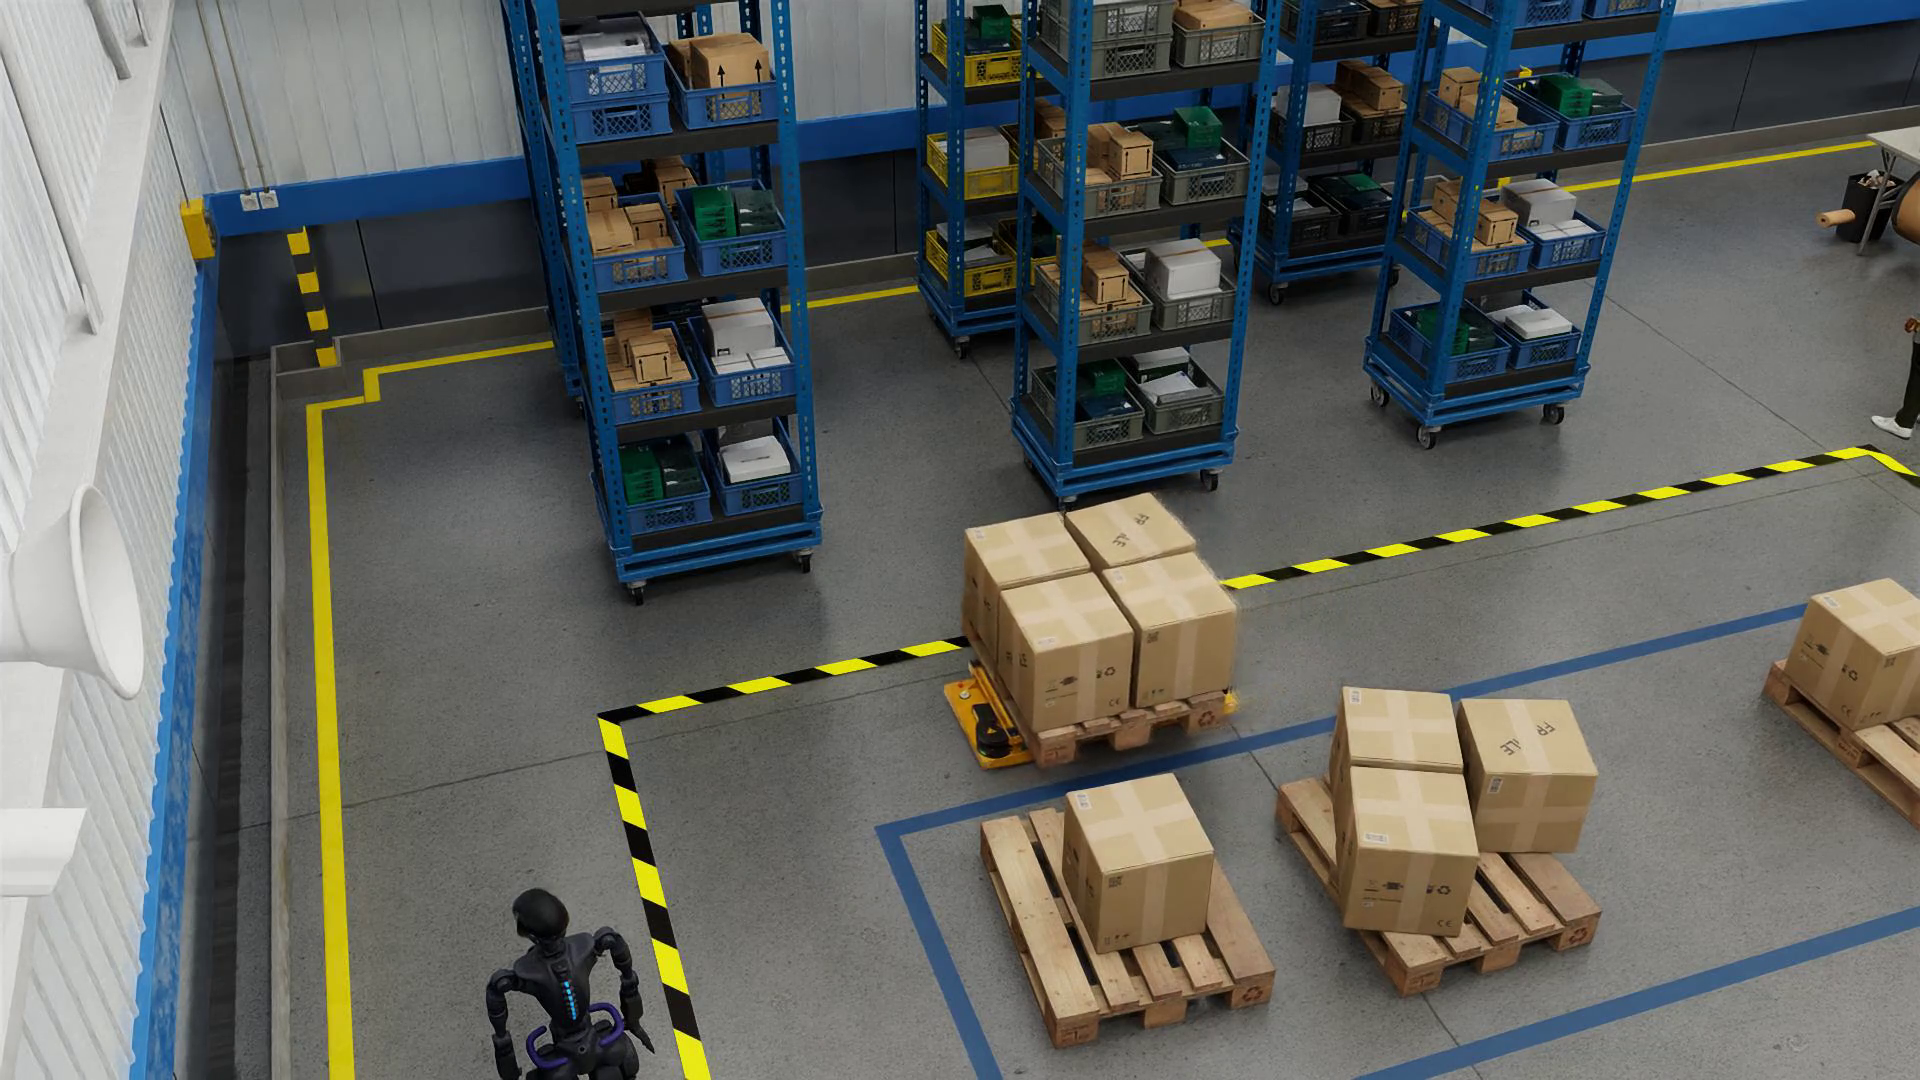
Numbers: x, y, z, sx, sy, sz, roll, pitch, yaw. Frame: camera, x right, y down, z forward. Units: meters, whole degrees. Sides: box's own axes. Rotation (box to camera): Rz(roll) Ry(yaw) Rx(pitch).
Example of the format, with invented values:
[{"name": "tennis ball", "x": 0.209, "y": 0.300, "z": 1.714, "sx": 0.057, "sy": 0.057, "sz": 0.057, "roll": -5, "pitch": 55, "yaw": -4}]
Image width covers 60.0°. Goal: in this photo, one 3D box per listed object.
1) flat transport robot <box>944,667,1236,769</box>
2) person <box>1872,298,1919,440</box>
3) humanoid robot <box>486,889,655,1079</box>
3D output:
[{"name": "flat transport robot", "x": 0.690, "y": 0.799, "z": 8.898, "sx": 1.431, "sy": 0.197, "sz": 0.652, "roll": -11, "pitch": 37, "yaw": -15}, {"name": "person", "x": 6.444, "y": -1.526, "z": 10.846, "sx": 0.596, "sy": 1.849, "sz": 0.391, "roll": -10, "pitch": 36, "yaw": -13}, {"name": "humanoid robot", "x": -1.420, "y": 1.901, "z": 6.123, "sx": 0.599, "sy": 1.659, "sz": 0.315, "roll": -18, "pitch": 39, "yaw": -24}]
